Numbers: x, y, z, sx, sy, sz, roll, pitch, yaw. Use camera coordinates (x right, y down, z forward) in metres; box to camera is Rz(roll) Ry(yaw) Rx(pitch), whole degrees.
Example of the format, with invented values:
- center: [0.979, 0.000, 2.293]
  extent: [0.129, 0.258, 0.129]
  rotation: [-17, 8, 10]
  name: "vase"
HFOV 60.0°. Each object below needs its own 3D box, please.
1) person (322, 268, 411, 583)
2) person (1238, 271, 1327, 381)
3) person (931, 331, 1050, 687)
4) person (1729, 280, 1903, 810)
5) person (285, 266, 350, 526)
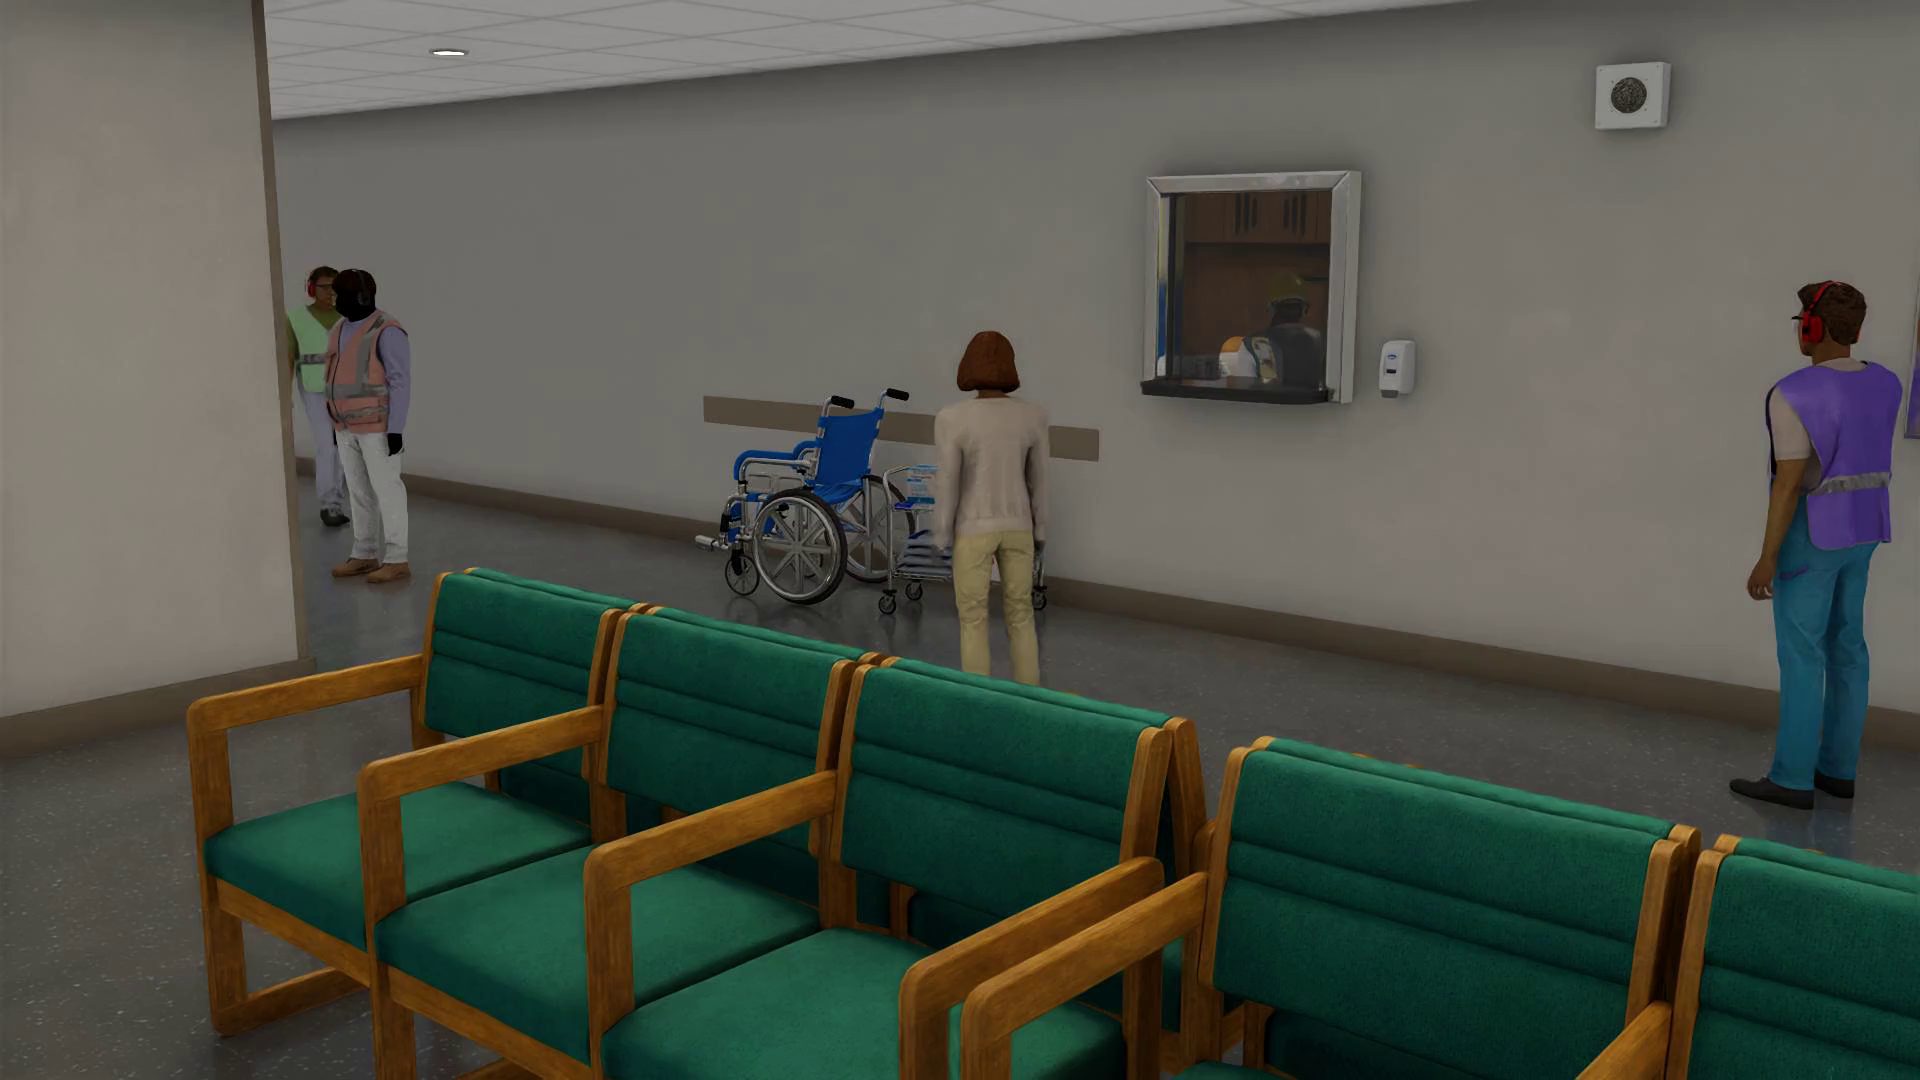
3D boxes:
- center: [-3.500, -0.668, 9.790]
  extent: [0.633, 1.840, 0.429]
  rotation: [7, 12, 35]
  name: "person"
- center: [1.791, -0.567, 9.231]
  extent: [0.591, 1.833, 0.403]
  rotation: [-2, 10, -13]
  name: "person"
- center: [0.126, -0.016, 6.669]
  extent: [0.507, 1.632, 0.265]
  rotation: [-4, 11, -23]
  name: "person"
- center: [3.011, 0.027, 5.812]
  extent: [0.564, 1.847, 0.396]
  rotation: [-4, 11, -24]
  name: "person"
- center: [-4.420, -1.005, 11.729]
  extent: [0.605, 1.824, 0.606]
  rotation: [9, 14, 43]
  name: "person"
